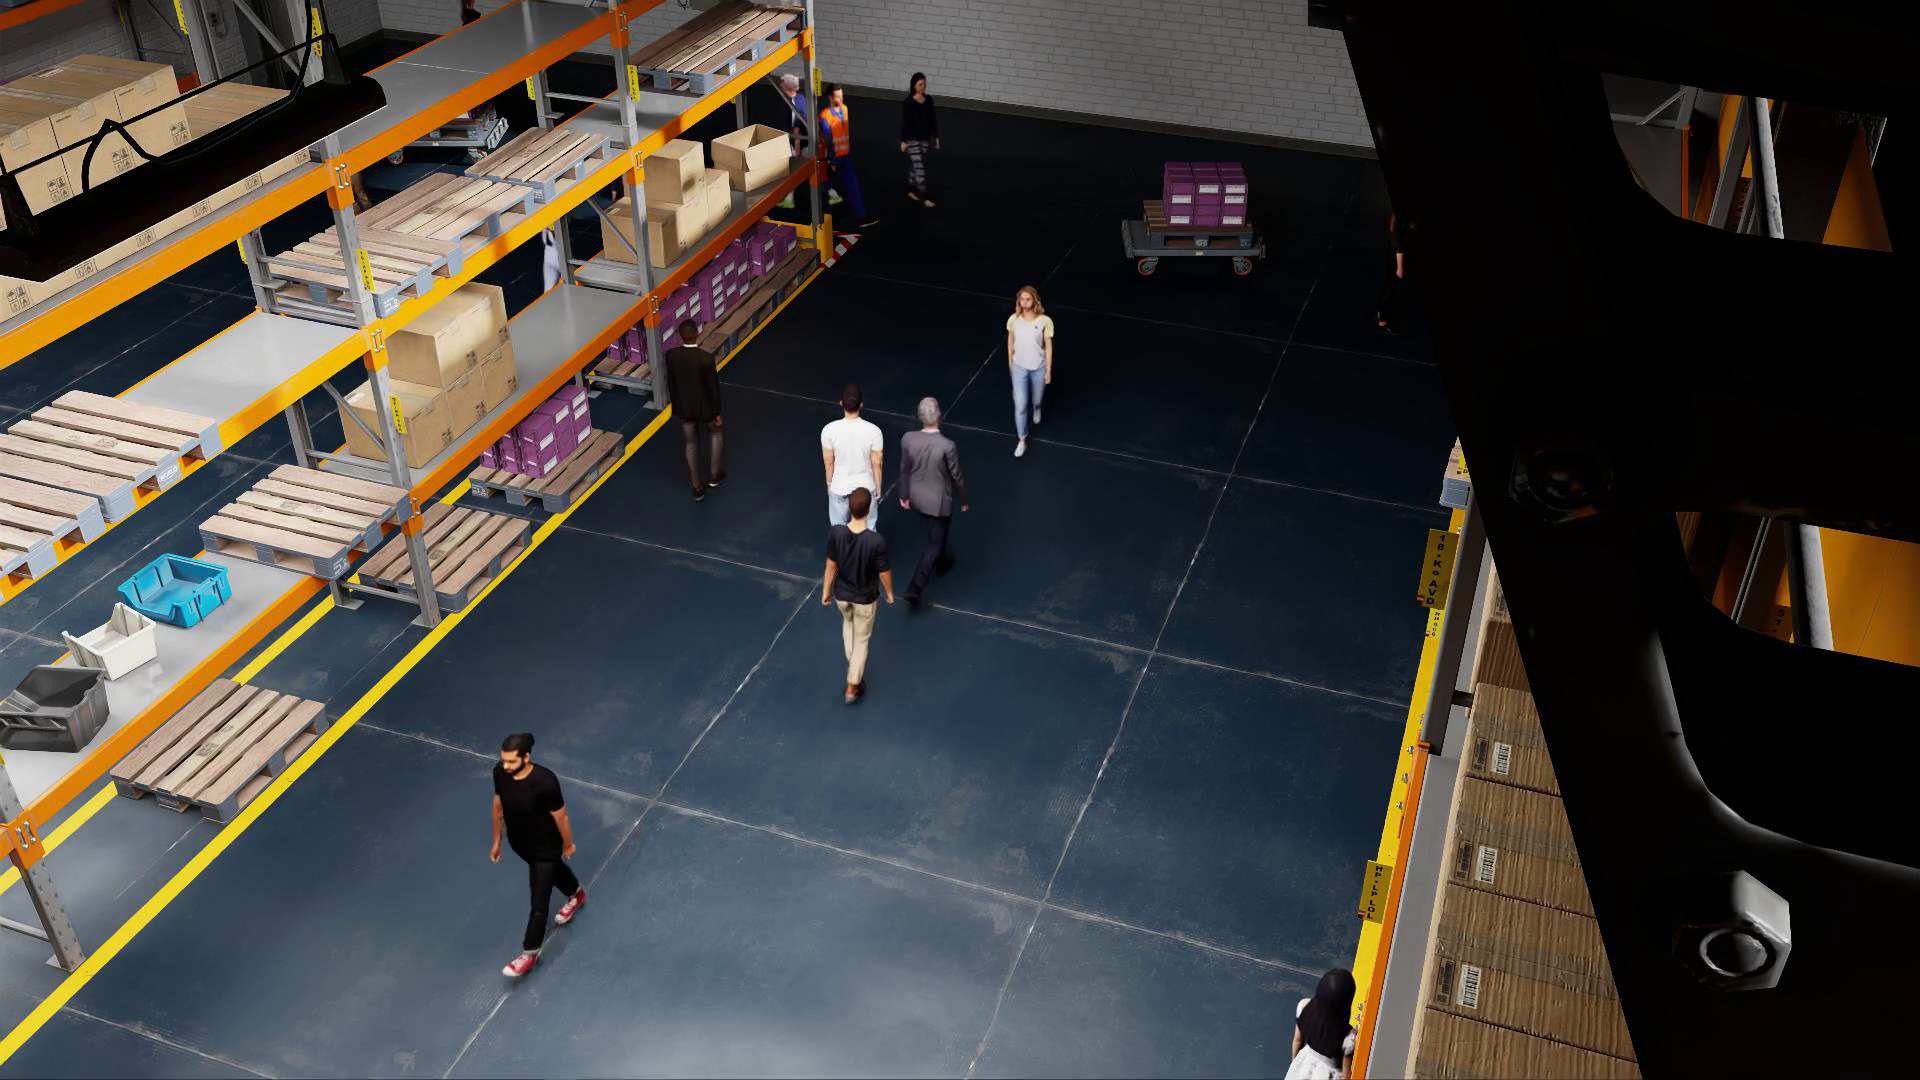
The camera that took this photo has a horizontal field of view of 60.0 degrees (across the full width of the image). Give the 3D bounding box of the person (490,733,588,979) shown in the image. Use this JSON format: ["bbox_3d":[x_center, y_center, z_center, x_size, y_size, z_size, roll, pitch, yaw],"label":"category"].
[{"bbox_3d":[-2.681,1.888,10.736,0.729,1.712,1.156,16,37,23],"label":"person"}]

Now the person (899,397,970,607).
[{"bbox_3d":[-0.265,-0.292,13.935,0.935,1.801,1.230,20,38,27],"label":"person"}]

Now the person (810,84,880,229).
[{"bbox_3d":[-1.627,-4.747,20.634,0.991,1.805,1.253,22,40,30],"label":"person"}]

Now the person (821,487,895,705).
[{"bbox_3d":[-0.824,0.480,12.746,0.686,1.831,0.803,11,35,15],"label":"person"}]

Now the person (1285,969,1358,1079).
[{"bbox_3d":[1.947,2.992,9.023,0.799,1.769,0.776,-25,41,-32],"label":"person"}]

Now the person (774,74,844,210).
[{"bbox_3d":[-1.927,-5.000,21.033,1.072,1.784,1.185,-1,34,-2],"label":"person"}]

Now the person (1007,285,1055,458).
[{"bbox_3d":[0.699,-1.694,16.133,0.725,1.703,1.068,7,34,10],"label":"person"}]

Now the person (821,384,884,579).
[{"bbox_3d":[-0.914,-0.477,14.156,0.748,1.864,0.710,0,34,0],"label":"person"}]

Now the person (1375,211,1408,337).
[{"bbox_3d":[4.783,-3.103,18.250,0.696,1.706,0.512,6,34,9],"label":"person"}]

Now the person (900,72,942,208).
[{"bbox_3d":[-0.584,-5.172,21.361,0.984,1.709,0.986,-22,39,-29],"label":"person"}]

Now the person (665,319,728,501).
[{"bbox_3d":[-2.442,-1.155,15.242,0.727,1.791,0.743,7,34,10],"label":"person"}]

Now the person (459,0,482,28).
[{"bbox_3d":[-7.283,-7.456,24.938,0.573,1.552,0.581,17,37,24],"label":"person"}]
